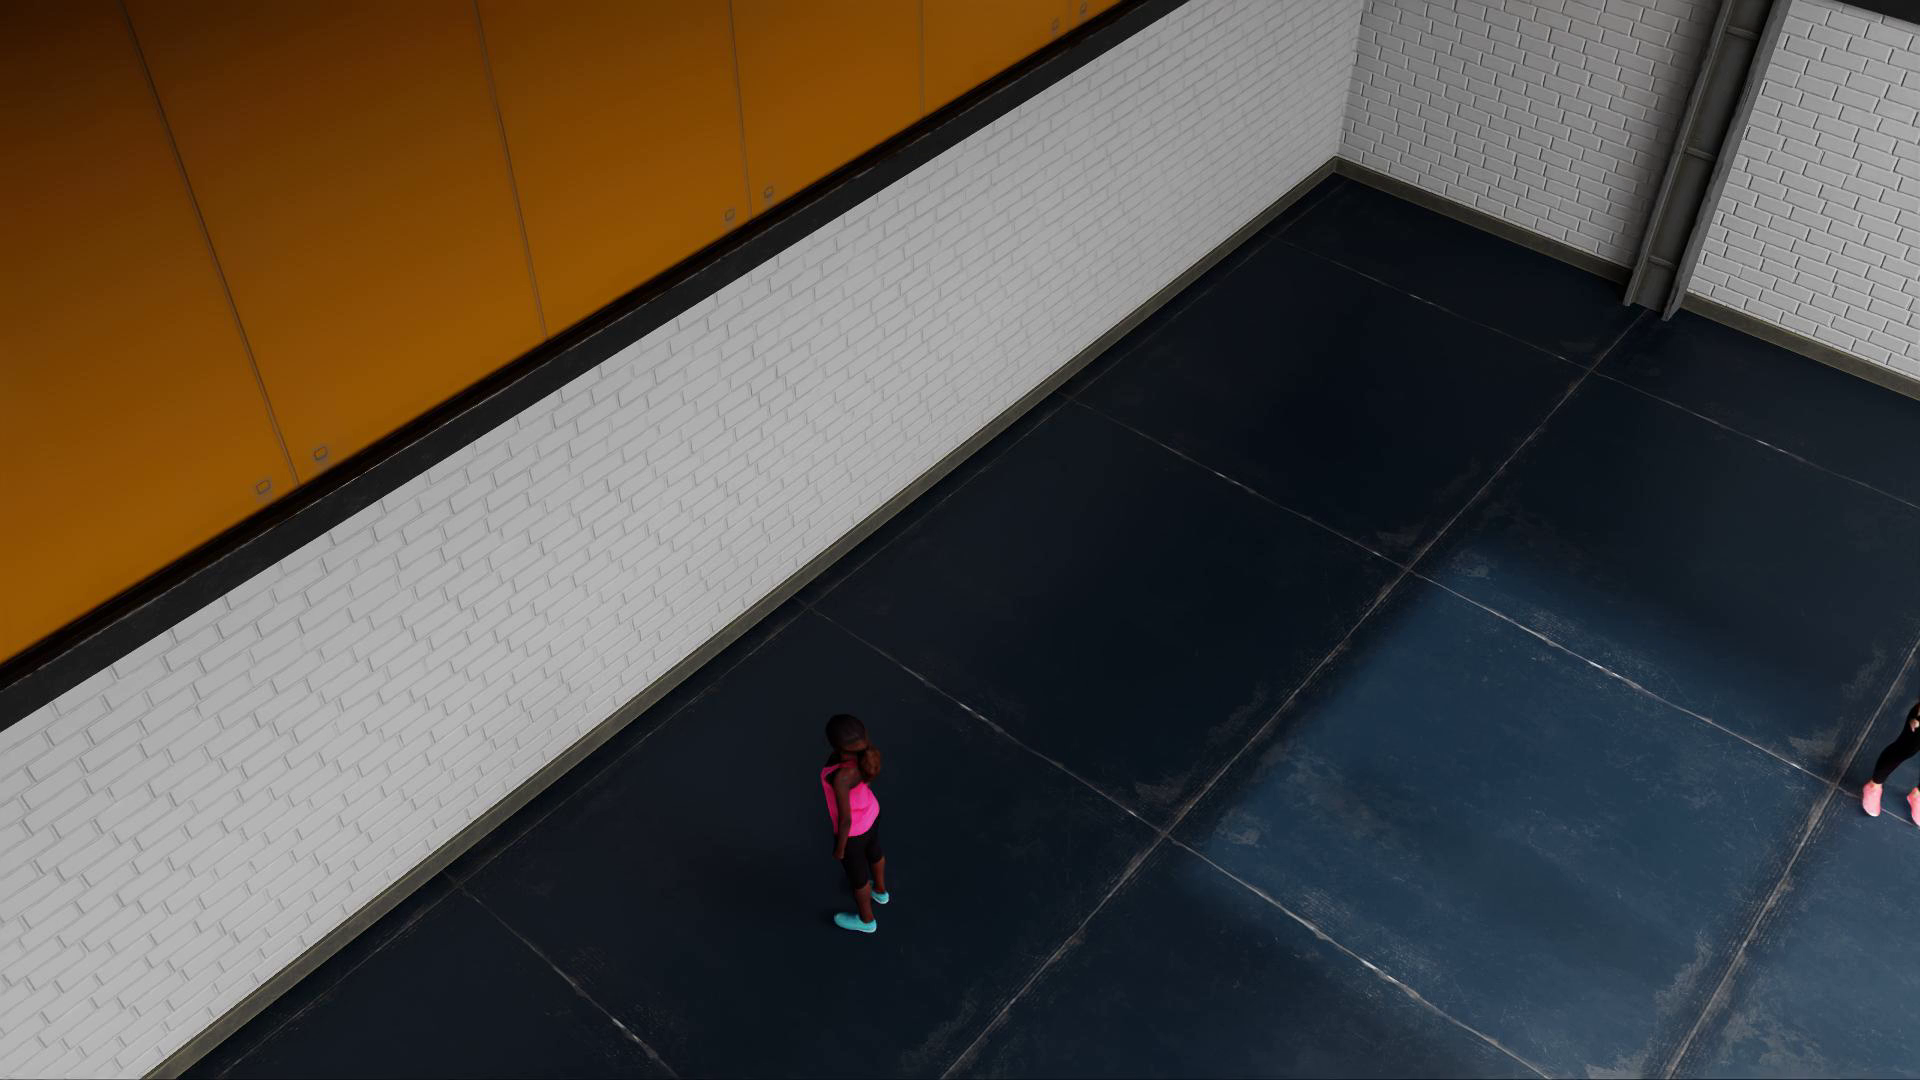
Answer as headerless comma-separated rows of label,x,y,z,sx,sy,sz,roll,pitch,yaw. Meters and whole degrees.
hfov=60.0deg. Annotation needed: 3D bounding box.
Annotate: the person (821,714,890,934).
person,-0.565,1.552,9.137,0.636,1.724,0.632,16,46,16
